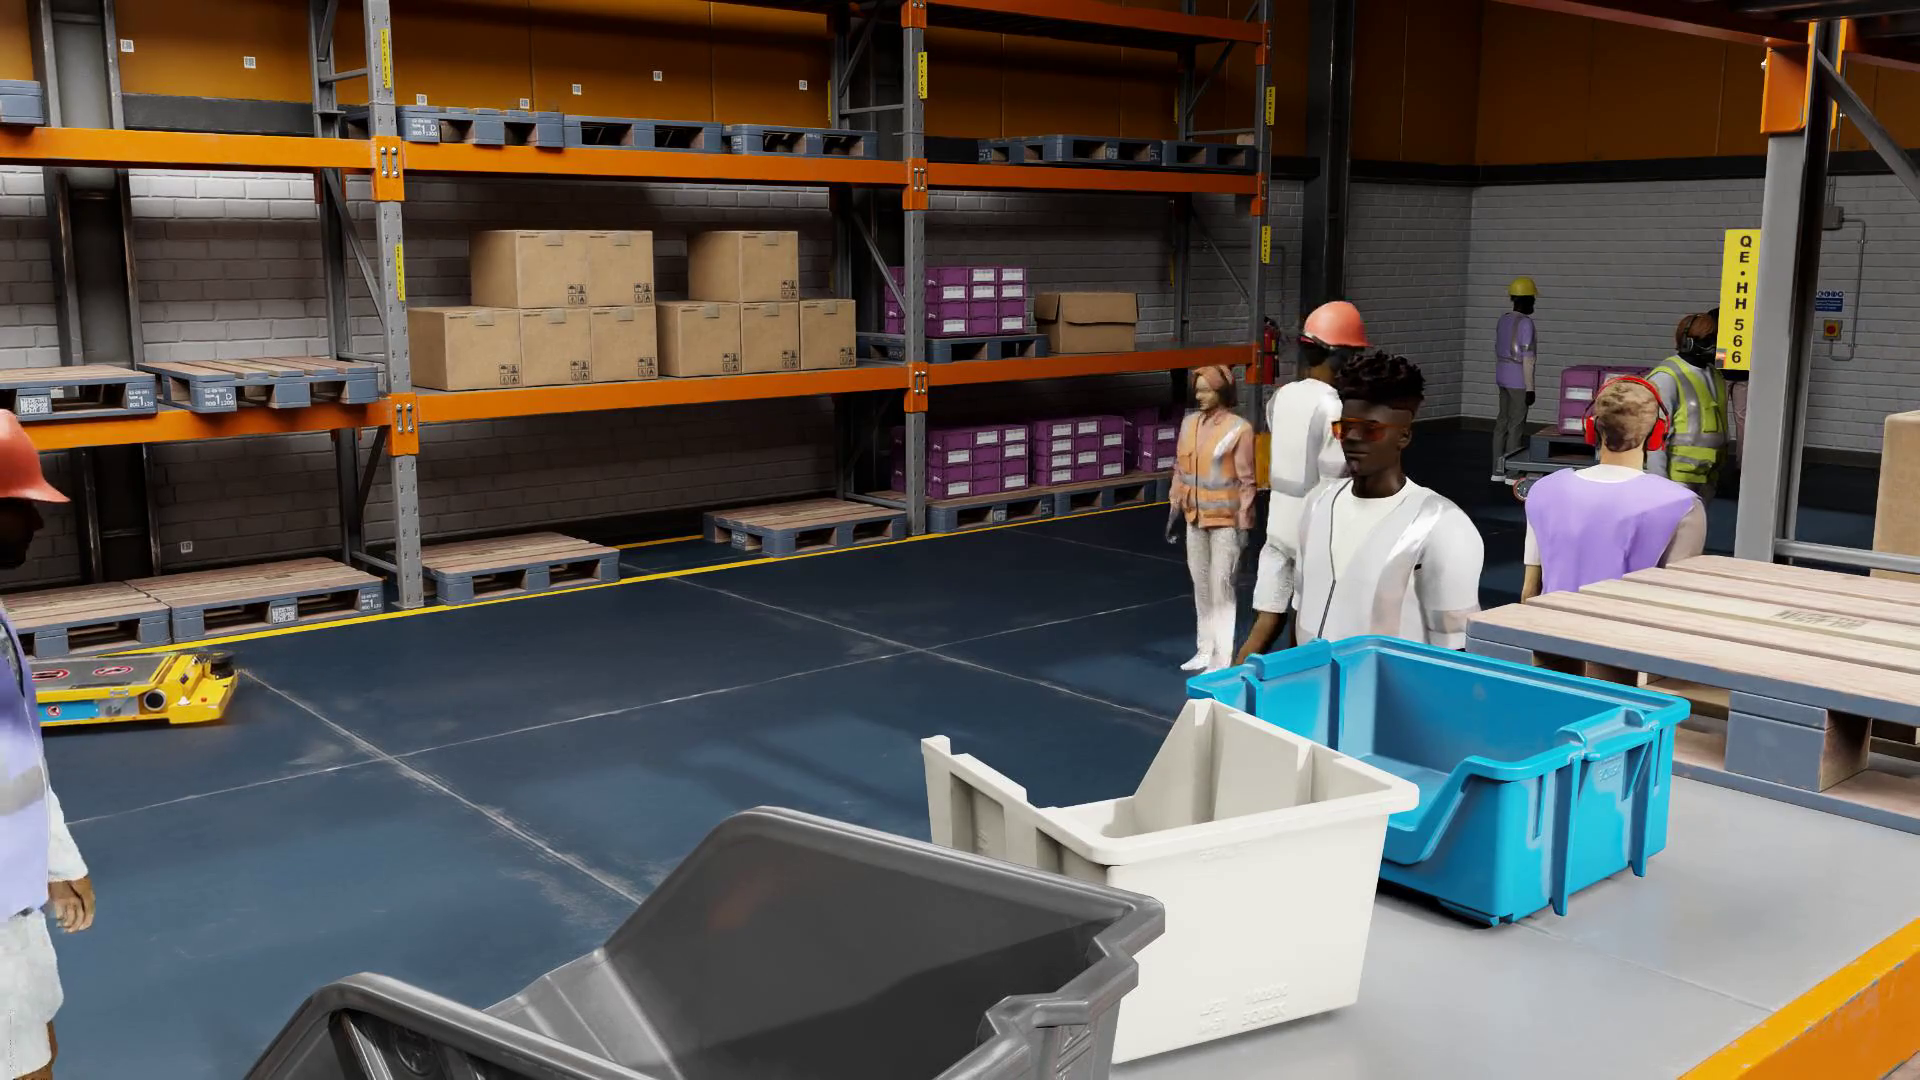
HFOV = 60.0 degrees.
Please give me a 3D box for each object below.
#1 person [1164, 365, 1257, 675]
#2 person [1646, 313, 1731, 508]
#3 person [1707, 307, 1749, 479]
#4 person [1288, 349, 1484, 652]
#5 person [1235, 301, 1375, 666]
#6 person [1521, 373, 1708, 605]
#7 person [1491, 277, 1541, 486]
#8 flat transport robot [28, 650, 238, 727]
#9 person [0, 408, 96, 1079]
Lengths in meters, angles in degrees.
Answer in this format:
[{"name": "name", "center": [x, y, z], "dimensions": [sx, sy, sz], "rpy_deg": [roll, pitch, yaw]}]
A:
[{"name": "person", "center": [1.270, -0.078, 8.526], "dimensions": [0.485, 1.627, 0.527], "rpy_deg": [-7, 12, -34]}, {"name": "person", "center": [4.161, -0.372, 9.532], "dimensions": [0.634, 1.841, 0.429], "rpy_deg": [-8, 13, -37]}, {"name": "person", "center": [7.312, -1.566, 15.786], "dimensions": [0.625, 1.992, 0.388], "rpy_deg": [-1, 10, -4]}, {"name": "person", "center": [1.060, 0.486, 4.376], "dimensions": [0.362, 1.965, 0.612], "rpy_deg": [-6, 12, -31]}, {"name": "person", "center": [1.542, -0.019, 7.142], "dimensions": [1.041, 1.988, 0.637], "rpy_deg": [-5, 11, -24]}, {"name": "person", "center": [1.955, 0.427, 5.037], "dimensions": [0.386, 1.848, 0.567], "rpy_deg": [-9, 13, -40]}, {"name": "person", "center": [5.143, -1.458, 15.365], "dimensions": [0.360, 1.930, 0.587], "rpy_deg": [-2, 10, -10]}, {"name": "flat transport robot", "center": [-4.210, 0.721, 7.809], "dimensions": [1.431, 0.197, 0.652], "rpy_deg": [-3, 11, -16]}, {"name": "person", "center": [-1.907, 0.699, 3.290], "dimensions": [0.408, 1.924, 0.599], "rpy_deg": [-3, 11, -17]}]
